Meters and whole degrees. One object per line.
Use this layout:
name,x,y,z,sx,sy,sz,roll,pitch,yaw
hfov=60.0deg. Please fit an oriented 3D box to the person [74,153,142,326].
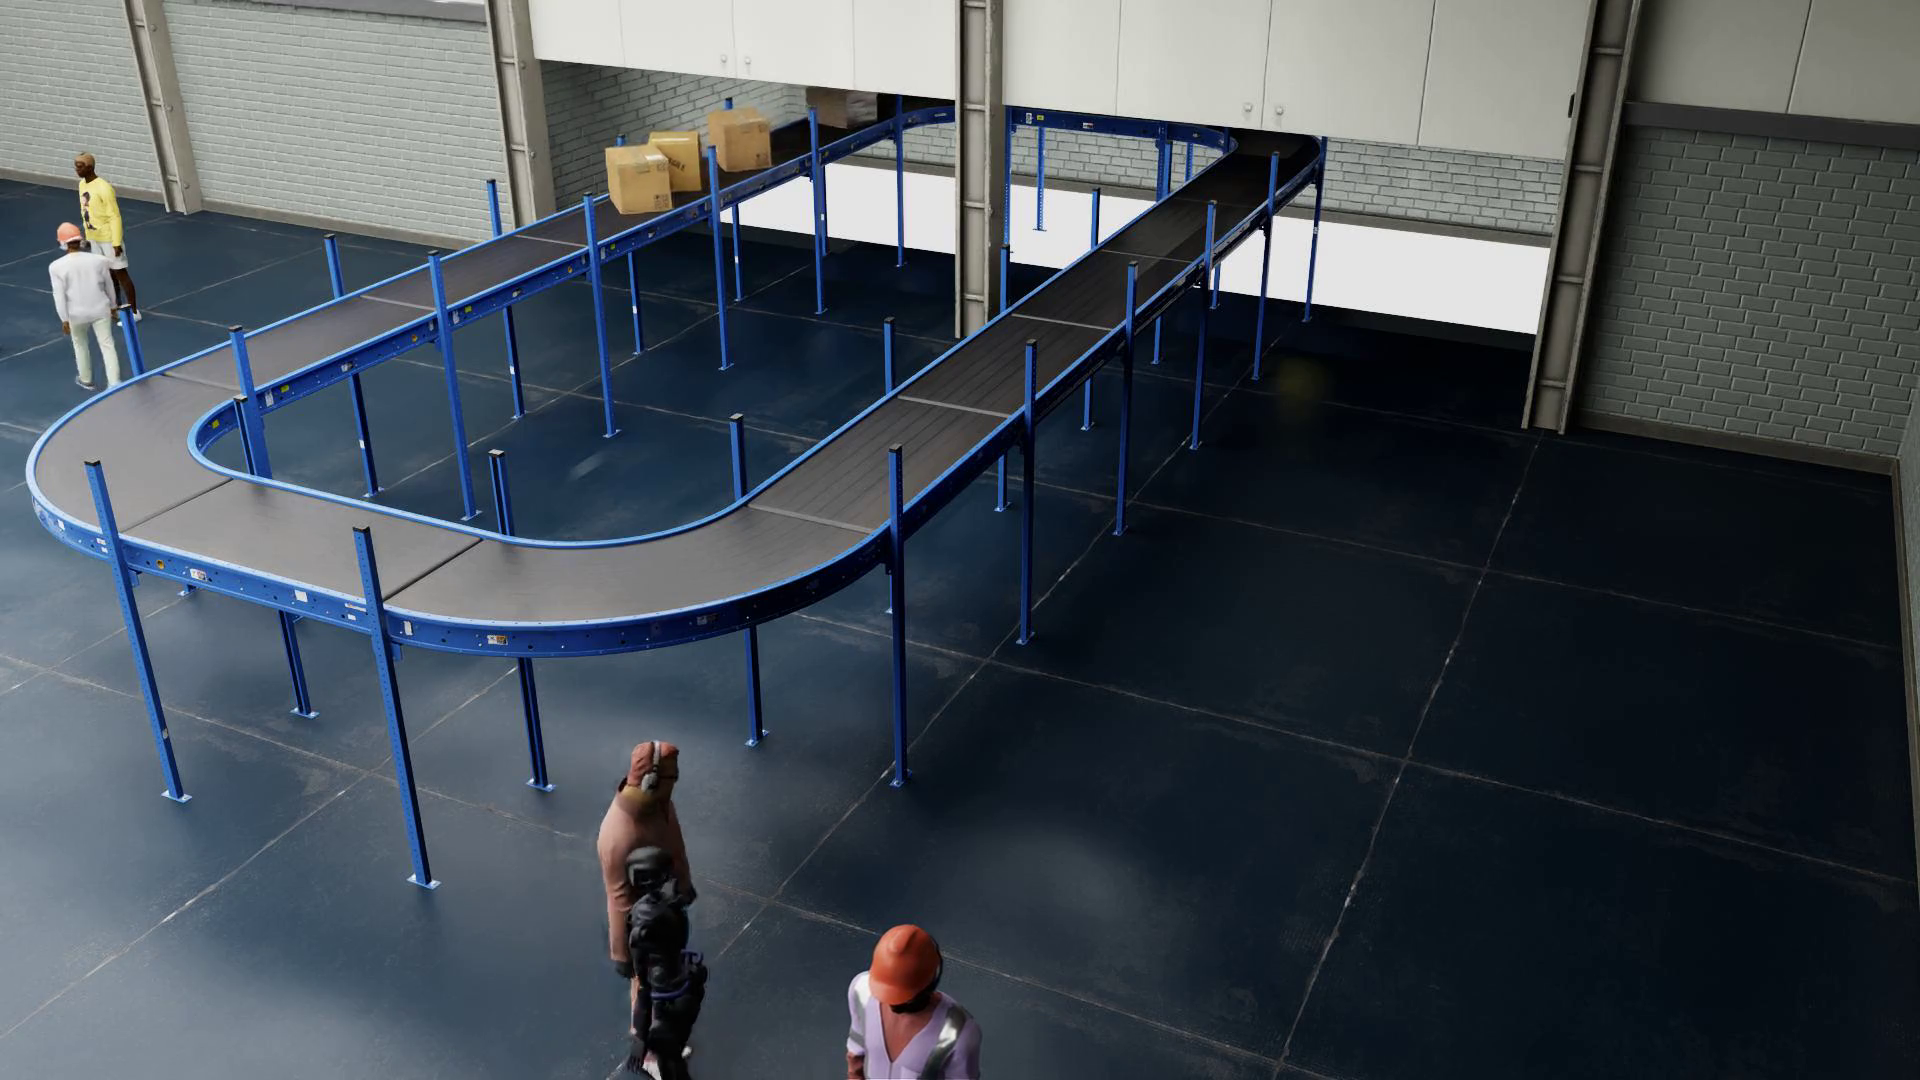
person,-9.424,-3.315,18.323,0.554,1.898,0.372,15,30,27

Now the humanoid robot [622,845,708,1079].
humanoid robot,-1.347,2.119,7.626,0.321,1.648,0.589,4,27,8

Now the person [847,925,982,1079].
person,-0.208,2.371,6.721,0.607,2.035,0.402,17,31,30

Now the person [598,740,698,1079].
person,-1.464,1.801,8.034,0.485,1.880,0.667,1,26,1

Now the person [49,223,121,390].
person,-8.664,-2.295,16.452,0.593,1.721,0.785,-24,35,-39
